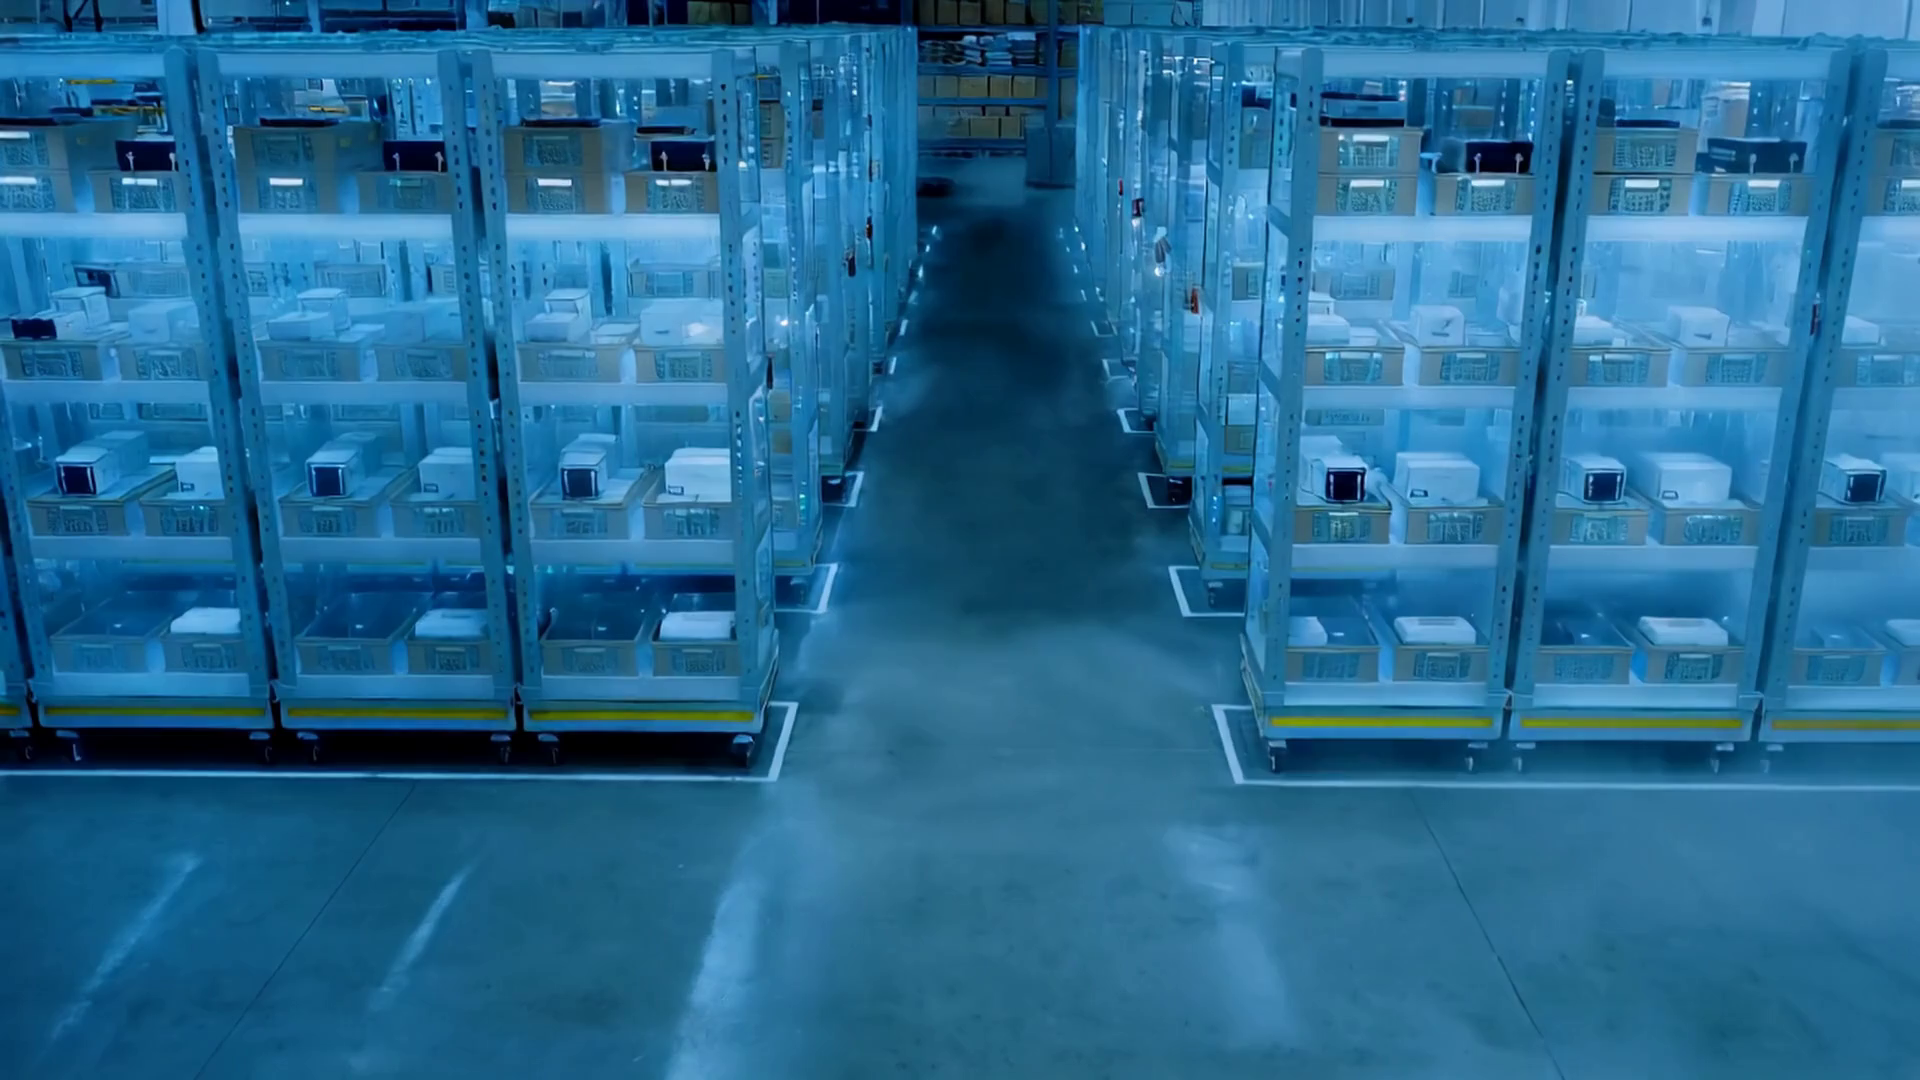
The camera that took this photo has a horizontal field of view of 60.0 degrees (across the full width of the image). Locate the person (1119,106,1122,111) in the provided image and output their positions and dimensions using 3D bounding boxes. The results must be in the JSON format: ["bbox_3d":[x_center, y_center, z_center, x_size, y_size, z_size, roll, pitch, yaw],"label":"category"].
[{"bbox_3d":[4.047,-10.082,41.817,0.541,1.624,0.356,15,23,39],"label":"person"}]
